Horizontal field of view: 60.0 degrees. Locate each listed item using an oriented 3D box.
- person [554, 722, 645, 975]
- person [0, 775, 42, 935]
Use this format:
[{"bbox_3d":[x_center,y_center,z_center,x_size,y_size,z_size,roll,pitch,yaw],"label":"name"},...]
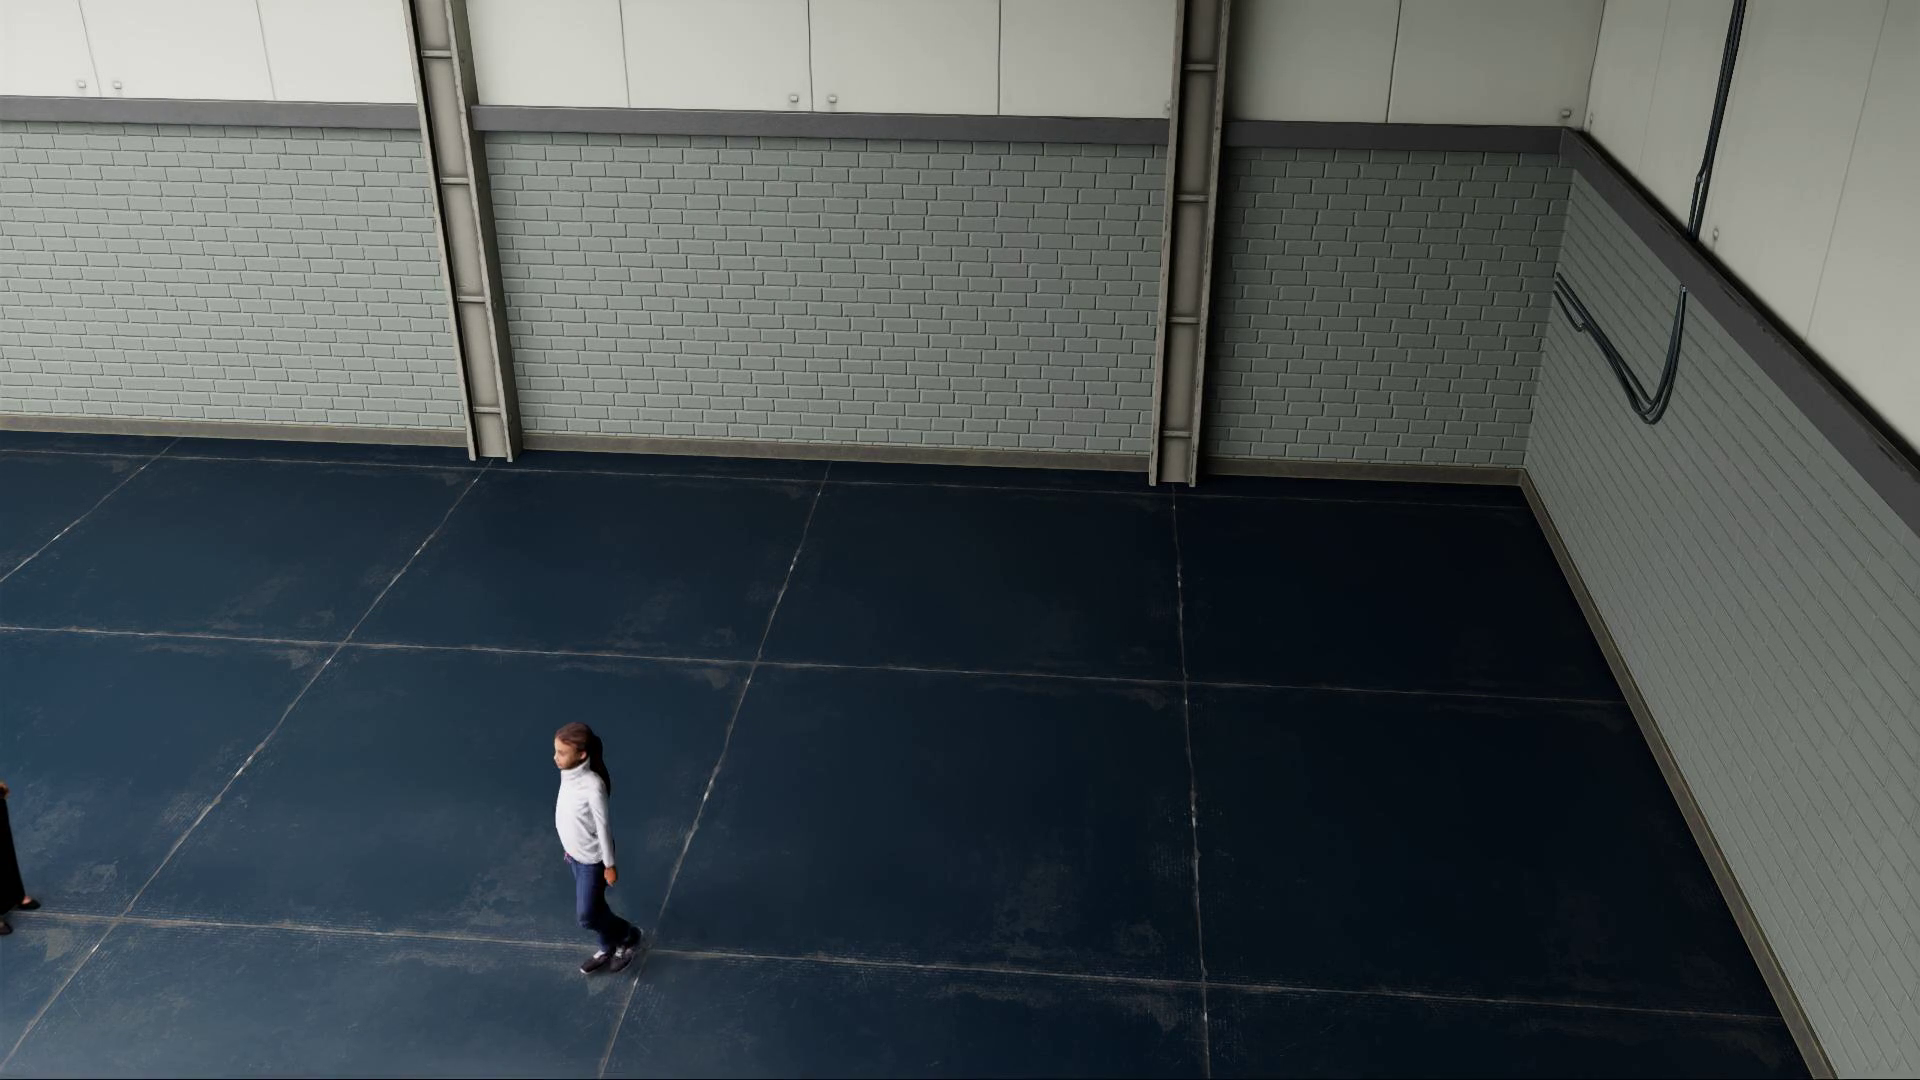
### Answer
[{"bbox_3d":[-1.842,1.582,8.600,0.745,1.544,0.685,-24,36,-38],"label":"person"},{"bbox_3d":[-5.302,1.390,8.910,0.522,1.601,0.569,4,27,7],"label":"person"}]
